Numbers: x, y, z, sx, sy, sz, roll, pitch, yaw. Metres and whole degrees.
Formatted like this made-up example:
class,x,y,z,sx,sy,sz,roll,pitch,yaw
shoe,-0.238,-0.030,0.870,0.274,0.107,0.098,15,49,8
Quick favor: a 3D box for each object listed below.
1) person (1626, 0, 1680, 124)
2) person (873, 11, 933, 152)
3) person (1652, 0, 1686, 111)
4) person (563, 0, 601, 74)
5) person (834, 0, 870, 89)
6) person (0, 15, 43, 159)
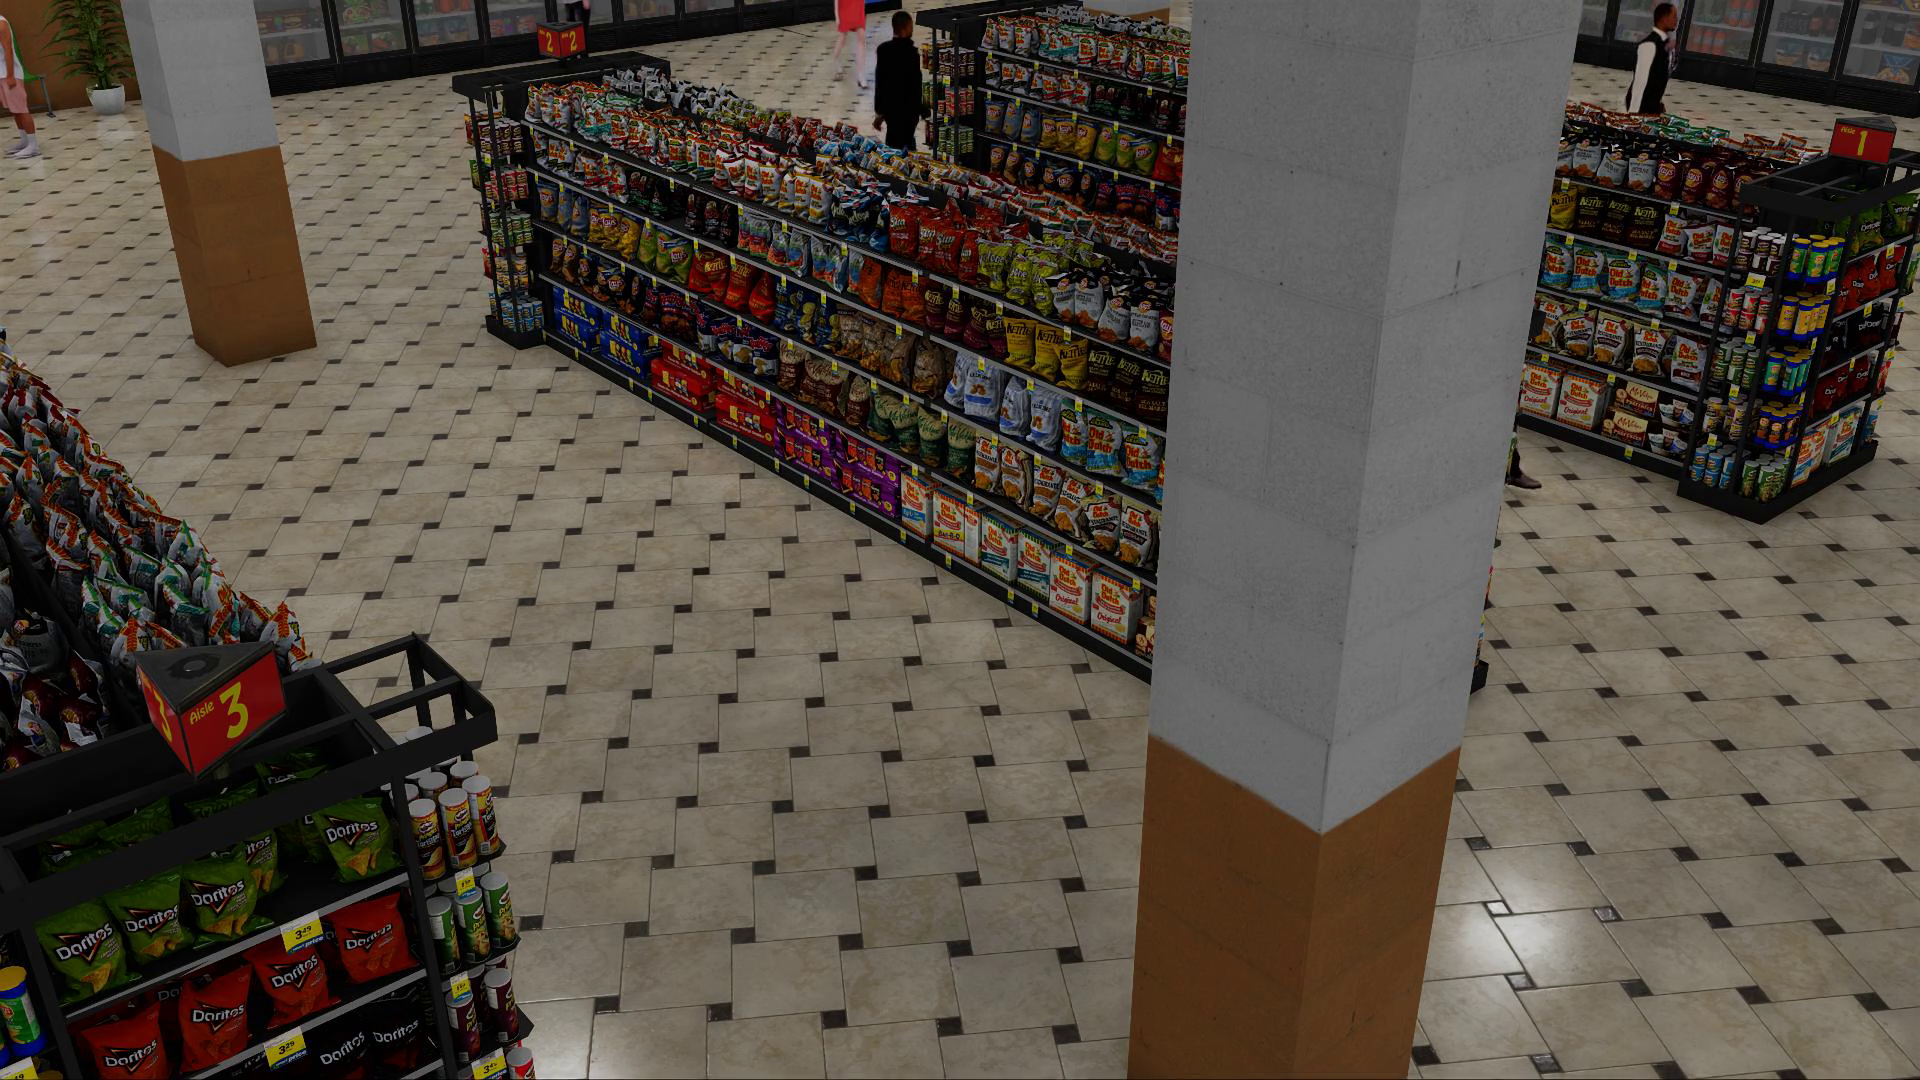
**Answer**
class,x,y,z,sx,sy,sz,roll,pitch,yaw
person,6.563,-4.242,16.205,0.858,1.900,0.831,11,29,21
person,-0.640,-3.986,15.741,0.788,1.865,1.078,-22,34,-36
person,8.323,-6.051,19.843,0.891,1.836,0.833,5,27,9
person,-5.088,-7.162,22.032,0.719,1.837,0.511,-21,34,-36
person,-1.429,-6.699,21.169,0.781,1.793,1.193,-13,30,-24
person,-10.241,-5.039,17.900,0.690,1.788,0.501,-22,34,-36
